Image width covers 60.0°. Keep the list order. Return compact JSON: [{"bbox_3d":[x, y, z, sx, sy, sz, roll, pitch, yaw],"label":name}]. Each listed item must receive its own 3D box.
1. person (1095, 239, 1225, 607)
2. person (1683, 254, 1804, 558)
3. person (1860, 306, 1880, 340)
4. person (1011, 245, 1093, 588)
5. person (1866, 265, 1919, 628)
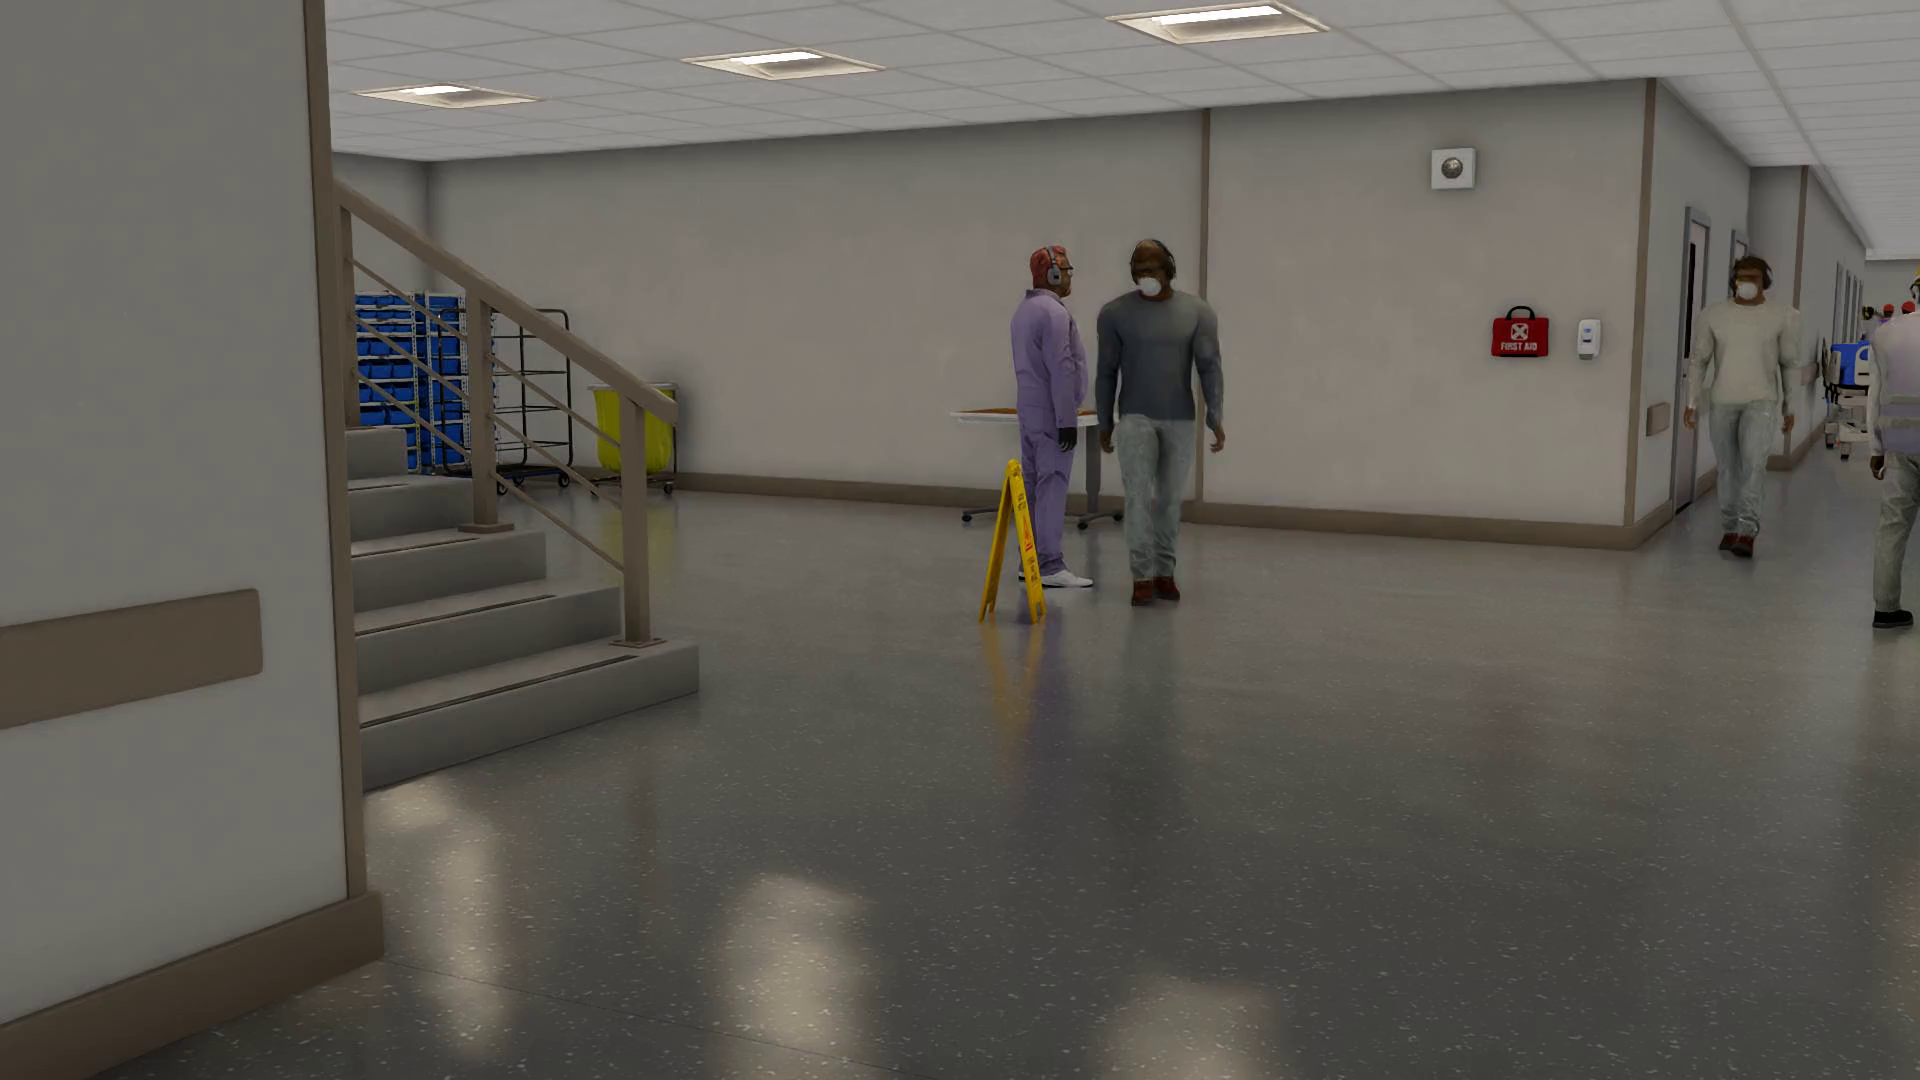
[{"bbox_3d":[1.046,-0.601,8.694,0.658,1.903,0.727,0,7,1],"label":"person"},{"bbox_3d":[4.928,-0.840,10.529,0.649,1.899,0.917,5,9,34],"label":"person"},{"bbox_3d":[19.192,-4.006,35.134,0.586,1.846,0.404,-2,8,-13],"label":"person"},{"bbox_3d":[0.519,-0.691,9.365,0.409,1.913,0.642,-2,8,-18],"label":"person"},{"bbox_3d":[4.595,-0.452,7.884,0.403,1.824,0.590,-4,8,-28],"label":"person"}]
